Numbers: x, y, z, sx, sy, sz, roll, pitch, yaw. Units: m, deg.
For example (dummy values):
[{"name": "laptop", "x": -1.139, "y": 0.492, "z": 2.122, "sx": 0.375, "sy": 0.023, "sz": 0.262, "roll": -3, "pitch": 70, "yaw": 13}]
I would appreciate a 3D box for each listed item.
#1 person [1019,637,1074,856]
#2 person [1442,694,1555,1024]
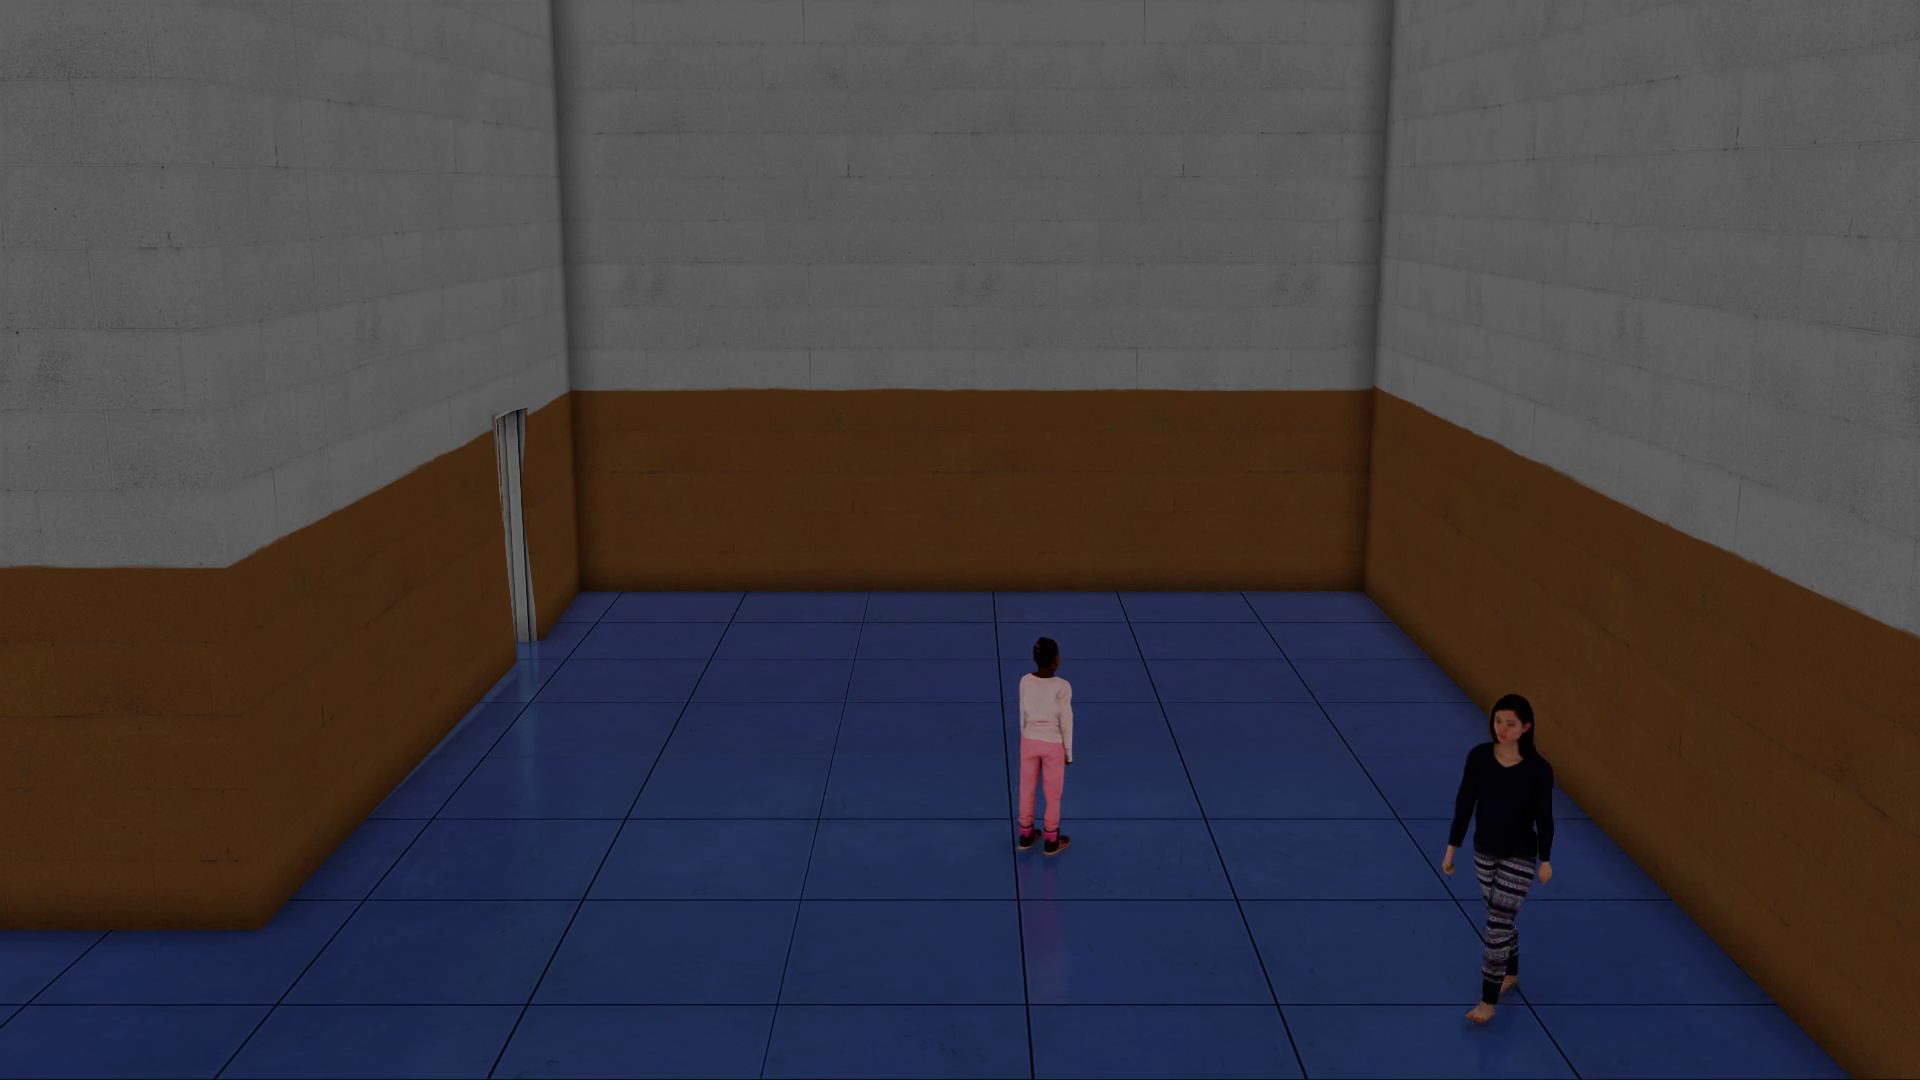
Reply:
[{"name": "person", "x": 0.542, "y": 1.318, "z": 10.820, "sx": 0.558, "sy": 1.447, "sz": 0.662, "roll": 6, "pitch": 13, "yaw": 26}, {"name": "person", "x": 2.918, "y": 1.617, "z": 8.768, "sx": 0.988, "sy": 1.708, "sz": 0.916, "roll": -10, "pitch": 16, "yaw": -41}]
